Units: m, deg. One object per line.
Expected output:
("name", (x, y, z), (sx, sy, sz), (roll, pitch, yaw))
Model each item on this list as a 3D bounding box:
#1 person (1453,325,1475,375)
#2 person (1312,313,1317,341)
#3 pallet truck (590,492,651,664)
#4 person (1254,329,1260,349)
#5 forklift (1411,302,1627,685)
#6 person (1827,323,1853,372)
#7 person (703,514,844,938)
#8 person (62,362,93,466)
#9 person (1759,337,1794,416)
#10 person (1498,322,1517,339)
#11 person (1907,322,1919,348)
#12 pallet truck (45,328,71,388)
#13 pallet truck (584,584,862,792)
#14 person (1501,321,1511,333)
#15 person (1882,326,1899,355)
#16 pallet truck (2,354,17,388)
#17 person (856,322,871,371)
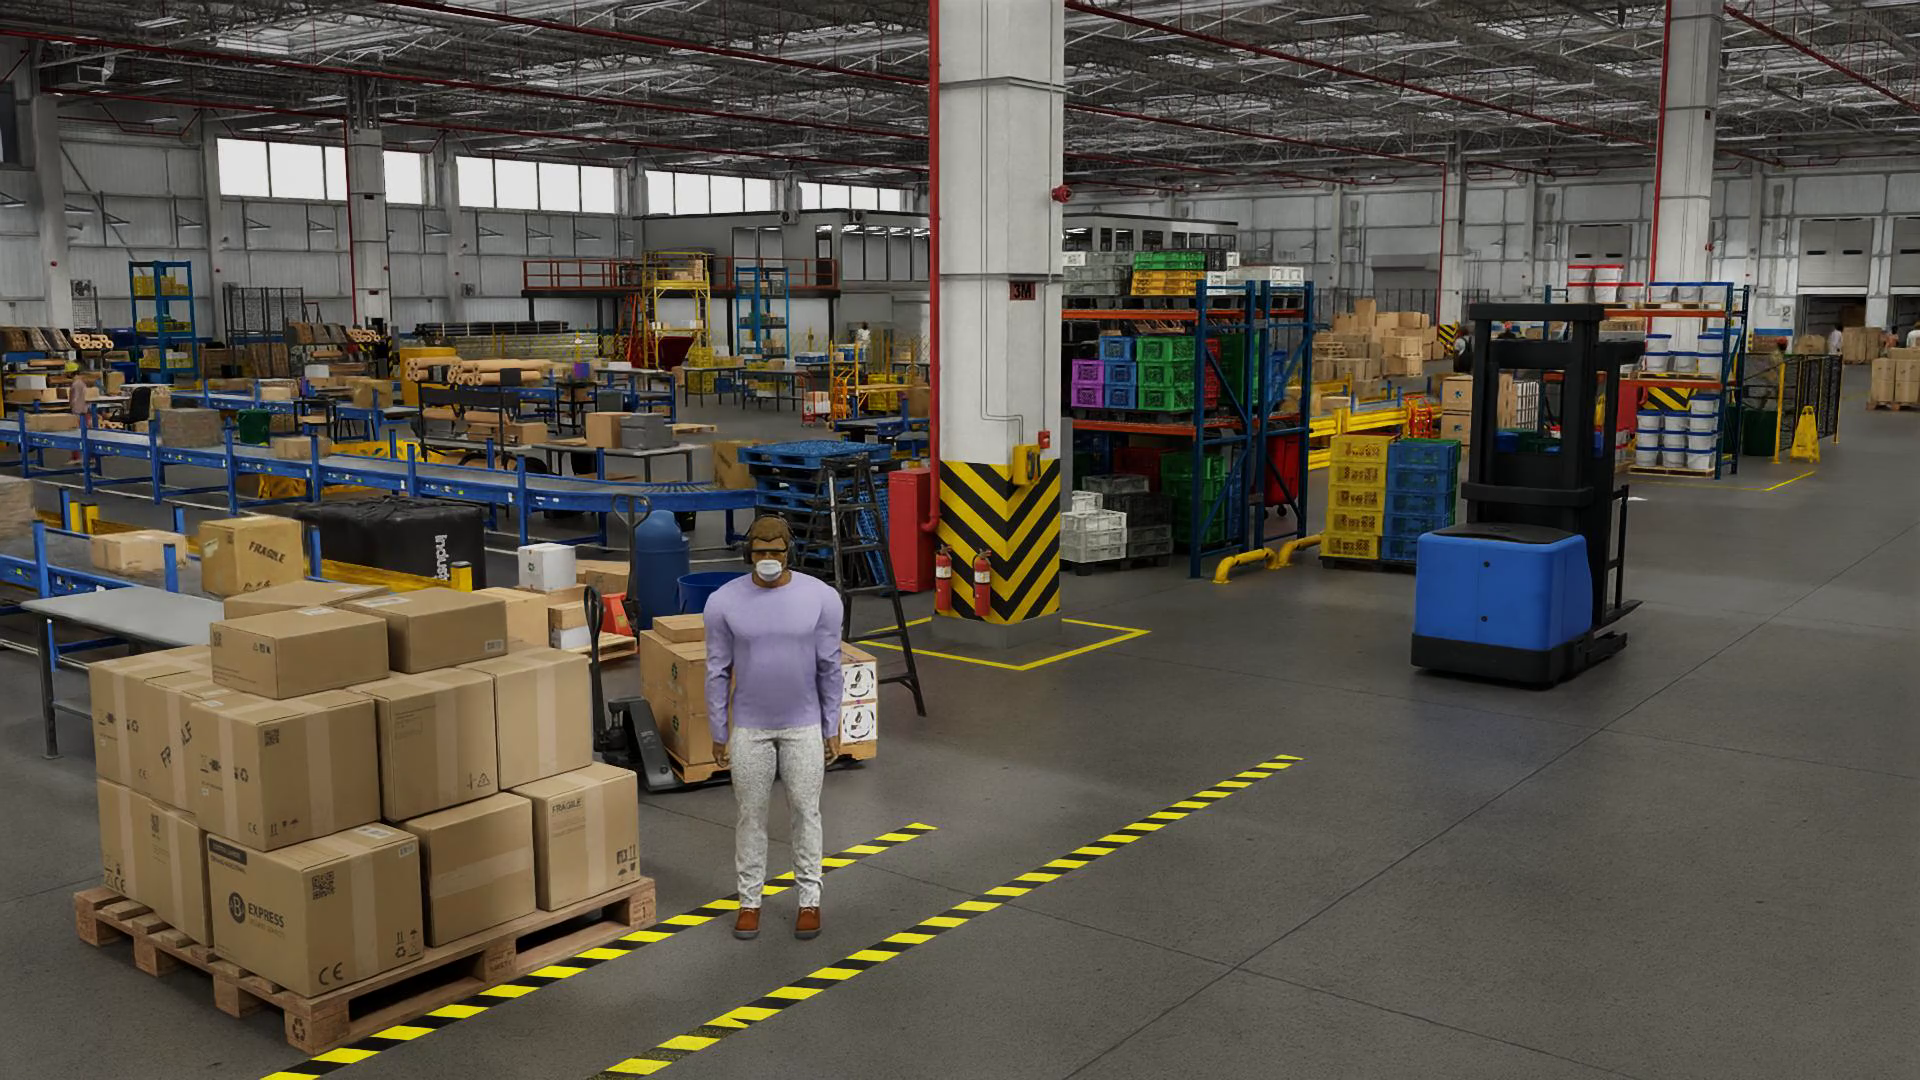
("person", (14.206, -5.071, 46.901), (0.719, 2.000, 0.681), (-2, 9, -16))
("person", (18.413, -10.877, 86.341), (0.658, 1.953, 0.694), (4, 9, 24))
("pallet truck", (-3.115, 0.344, 12.883), (0.653, 1.274, 1.630), (7, 11, 37))
("person", (15.476, -10.834, 86.439), (0.429, 1.838, 0.621), (6, 10, 34))
("forklift", (4.379, -0.438, 12.852), (1.129, 2.768, 1.873), (7, 11, 37))
("person", (32.258, -7.037, 60.938), (0.918, 1.798, 0.660), (7, 11, 39))
("person", (-0.828, 0.837, 7.468), (0.624, 1.932, 0.370), (-1, 8, -5))
("person", (-14.918, -2.122, 28.011), (0.463, 1.754, 0.562), (-3, 9, -21))
("person", (19.019, -3.761, 38.564), (0.963, 1.885, 0.560), (7, 11, 38))
("person", (17.730, -6.086, 53.926), (0.634, 1.983, 0.539), (2, 9, 16))
("person", (31.822, -6.271, 55.350), (0.370, 1.934, 0.627), (-4, 9, -26))
("pallet truck", (-23.775, -4.544, 43.495), (1.885, 1.965, 0.823), (6, 10, 35))
("pallet truck", (-1.426, 0.805, 10.019), (1.601, 1.201, 0.680), (-4, 9, -26))
("person", (22.323, -8.140, 67.990), (0.501, 1.918, 0.655), (2, 9, 14))
("person", (35.500, -7.322, 63.340), (0.547, 1.639, 0.916), (-1, 8, -6))
("pallet truck", (-24.881, -4.417, 42.634), (1.885, 1.965, 0.823), (8, 11, 41))
("person", (-3.571, -7.242, 62.222), (0.936, 1.829, 0.590), (8, 12, 43))
